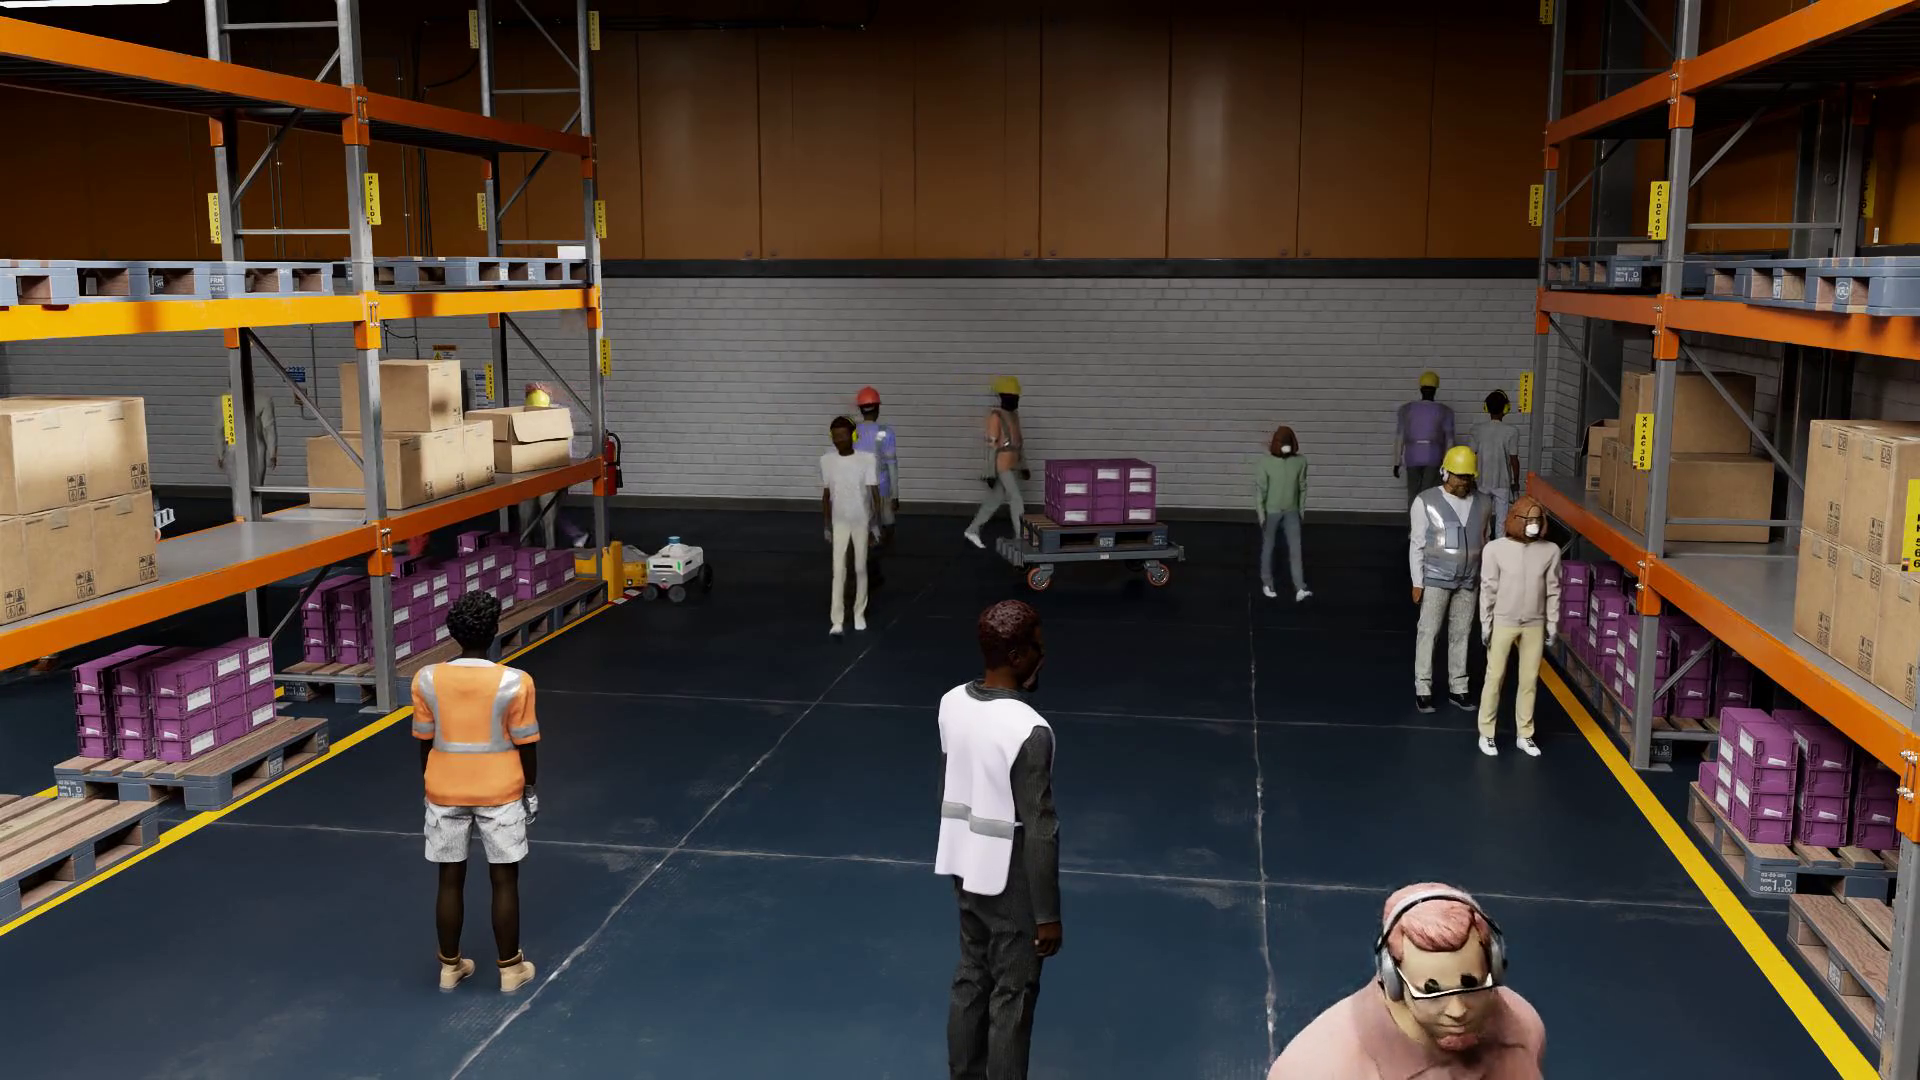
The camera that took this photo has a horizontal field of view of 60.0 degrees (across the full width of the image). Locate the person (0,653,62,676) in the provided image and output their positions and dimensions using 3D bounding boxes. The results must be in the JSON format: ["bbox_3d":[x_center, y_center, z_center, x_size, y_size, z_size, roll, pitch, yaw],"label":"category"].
[{"bbox_3d":[-6.947,0.042,12.302,0.627,1.940,0.372,2,9,10],"label":"person"}]

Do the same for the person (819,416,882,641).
[{"bbox_3d":[-0.892,-0.097,13.561,0.534,1.810,0.992,1,9,3],"label":"person"}]

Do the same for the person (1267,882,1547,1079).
[{"bbox_3d":[0.894,1.544,3.292,0.673,1.854,0.919,-3,10,-17],"label":"person"}]

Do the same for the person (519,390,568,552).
[{"bbox_3d":[-4.182,-0.583,16.540,0.593,1.819,0.404,-3,10,-17],"label":"person"}]

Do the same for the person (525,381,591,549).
[{"bbox_3d":[-4.131,-0.680,16.939,0.583,1.879,0.661,-1,9,-5],"label":"person"}]

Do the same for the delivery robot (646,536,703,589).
[{"bbox_3d":[-2.608,0.211,15.227,0.477,0.478,0.707,1,9,9],"label":"delivery robot"}]

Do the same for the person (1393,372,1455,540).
[{"bbox_3d":[5.069,-0.881,18.104,0.620,1.892,0.875,4,10,22],"label":"person"}]

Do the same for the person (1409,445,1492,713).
[{"bbox_3d":[3.336,0.264,11.285,0.586,1.826,0.403,-2,9,-11],"label":"person"}]

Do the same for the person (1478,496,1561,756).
[{"bbox_3d":[3.438,0.534,10.246,0.498,1.629,0.289,0,9,-1],"label":"person"}]

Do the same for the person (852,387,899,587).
[{"bbox_3d":[-0.841,-0.471,15.574,0.562,1.917,0.529,4,10,24],"label":"person"}]

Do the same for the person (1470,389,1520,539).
[{"bbox_3d":[5.080,-0.494,15.807,0.513,1.877,0.328,7,12,37],"label":"person"}]

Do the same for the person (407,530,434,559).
[{"bbox_3d":[-5.038,-0.336,15.293,0.532,1.747,0.758,1,9,8],"label":"person"}]

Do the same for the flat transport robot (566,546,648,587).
[{"bbox_3d":[-3.376,0.249,16.158,0.652,0.197,1.431,-4,10,-24],"label":"flat transport robot"}]

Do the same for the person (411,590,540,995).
[{"bbox_3d":[-1.989,1.046,6.878,0.530,1.689,0.322,0,9,1],"label":"person"}]

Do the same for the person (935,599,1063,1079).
[{"bbox_3d":[0.133,1.143,5.573,0.380,1.918,0.596,-6,11,-32],"label":"person"}]

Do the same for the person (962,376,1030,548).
[{"bbox_3d":[0.435,-0.808,17.704,0.952,1.888,0.592,4,10,21],"label":"person"}]

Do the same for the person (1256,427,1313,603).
[{"bbox_3d":[2.921,-0.219,14.981,0.515,1.583,0.845,-1,9,-8],"label":"person"}]

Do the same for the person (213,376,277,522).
[{"bbox_3d":[-7.926,-0.937,18.470,0.647,1.890,0.997,-3,10,-20],"label":"person"}]
